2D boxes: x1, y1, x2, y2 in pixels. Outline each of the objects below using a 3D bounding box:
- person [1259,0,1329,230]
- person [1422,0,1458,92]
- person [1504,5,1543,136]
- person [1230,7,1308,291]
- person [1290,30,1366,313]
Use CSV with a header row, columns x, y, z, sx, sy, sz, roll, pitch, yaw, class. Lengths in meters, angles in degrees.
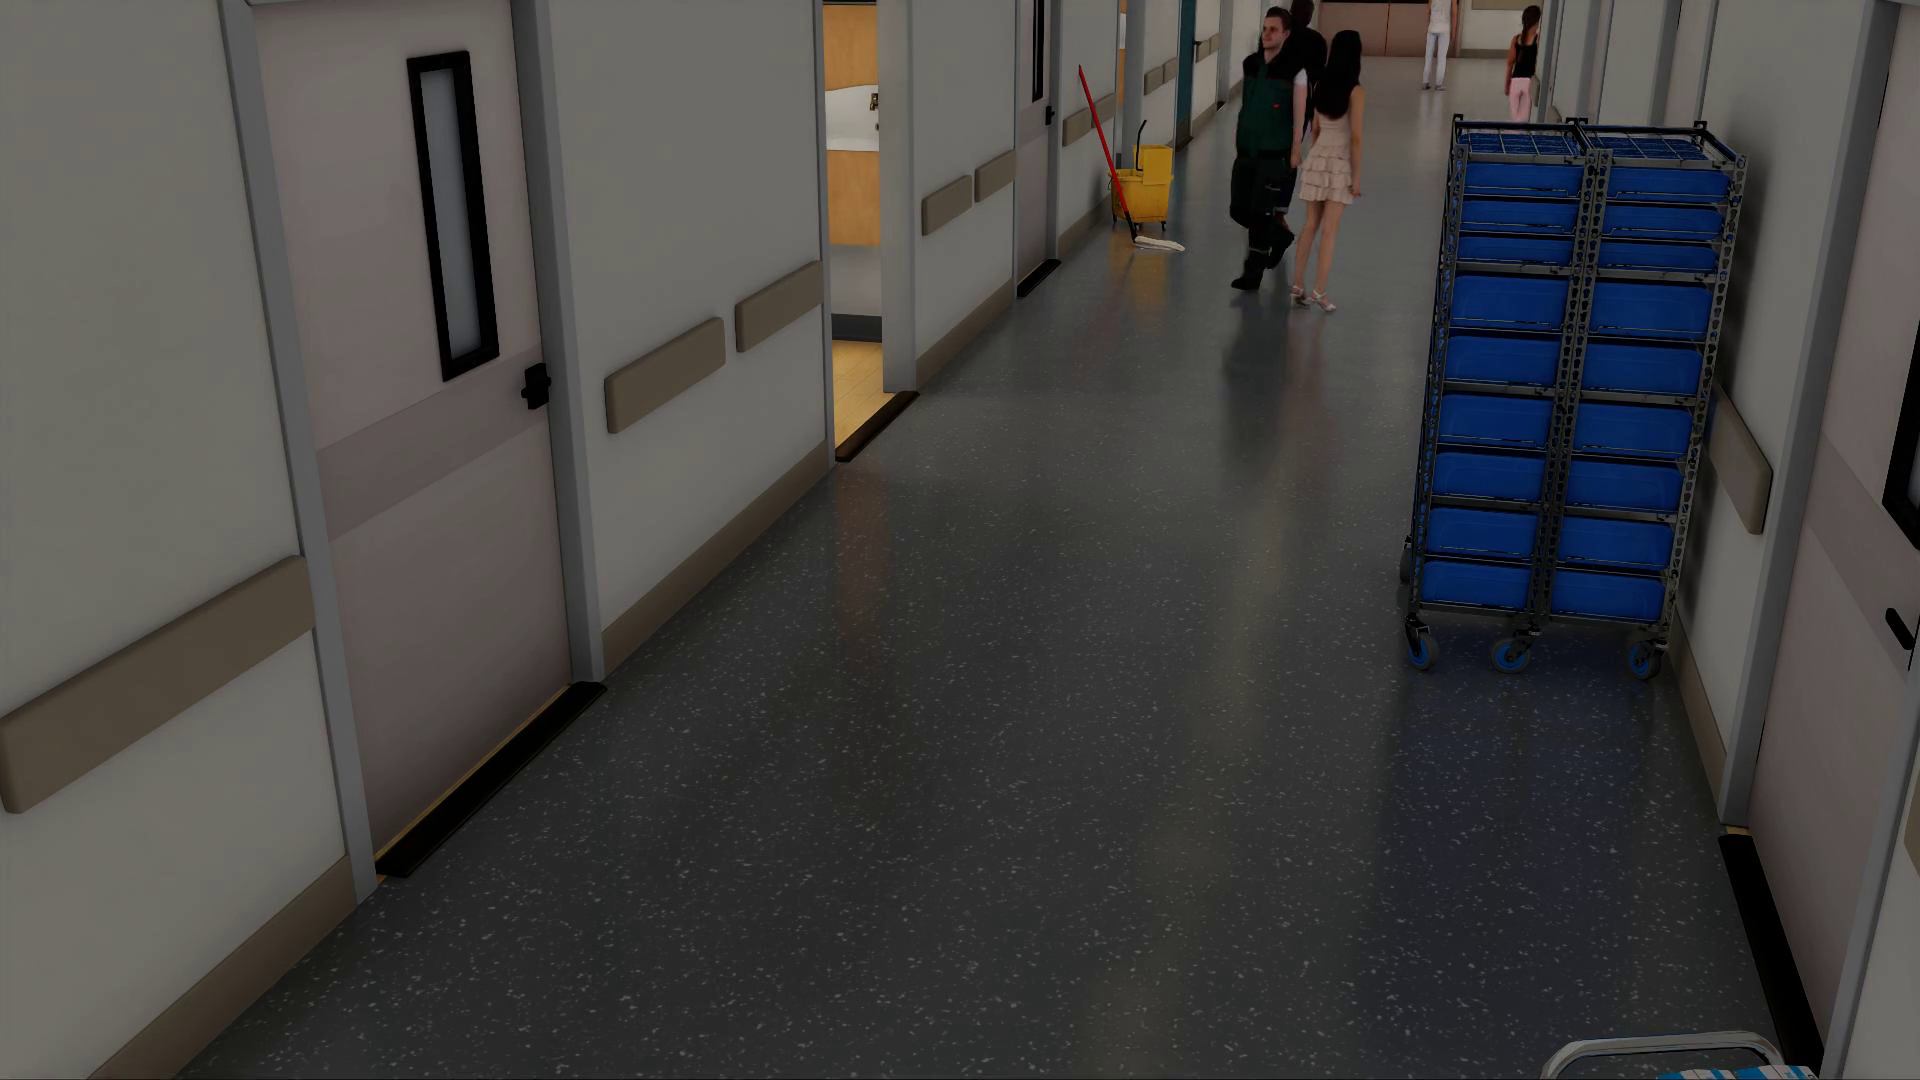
x,y,z,sx,sy,sz,roll,pitch,yaw,class
2.524,-3.315,13.055,0.737,1.780,0.660,-1,21,-2,person
6.791,-7.241,23.575,0.654,1.671,0.649,14,25,33,person
5.491,-4.387,16.245,0.797,1.525,1.023,18,27,39,person
2.072,-2.602,11.102,1.070,1.830,0.945,-18,27,-39,person
2.310,-2.304,10.459,0.721,1.727,0.673,-14,25,-33,person
